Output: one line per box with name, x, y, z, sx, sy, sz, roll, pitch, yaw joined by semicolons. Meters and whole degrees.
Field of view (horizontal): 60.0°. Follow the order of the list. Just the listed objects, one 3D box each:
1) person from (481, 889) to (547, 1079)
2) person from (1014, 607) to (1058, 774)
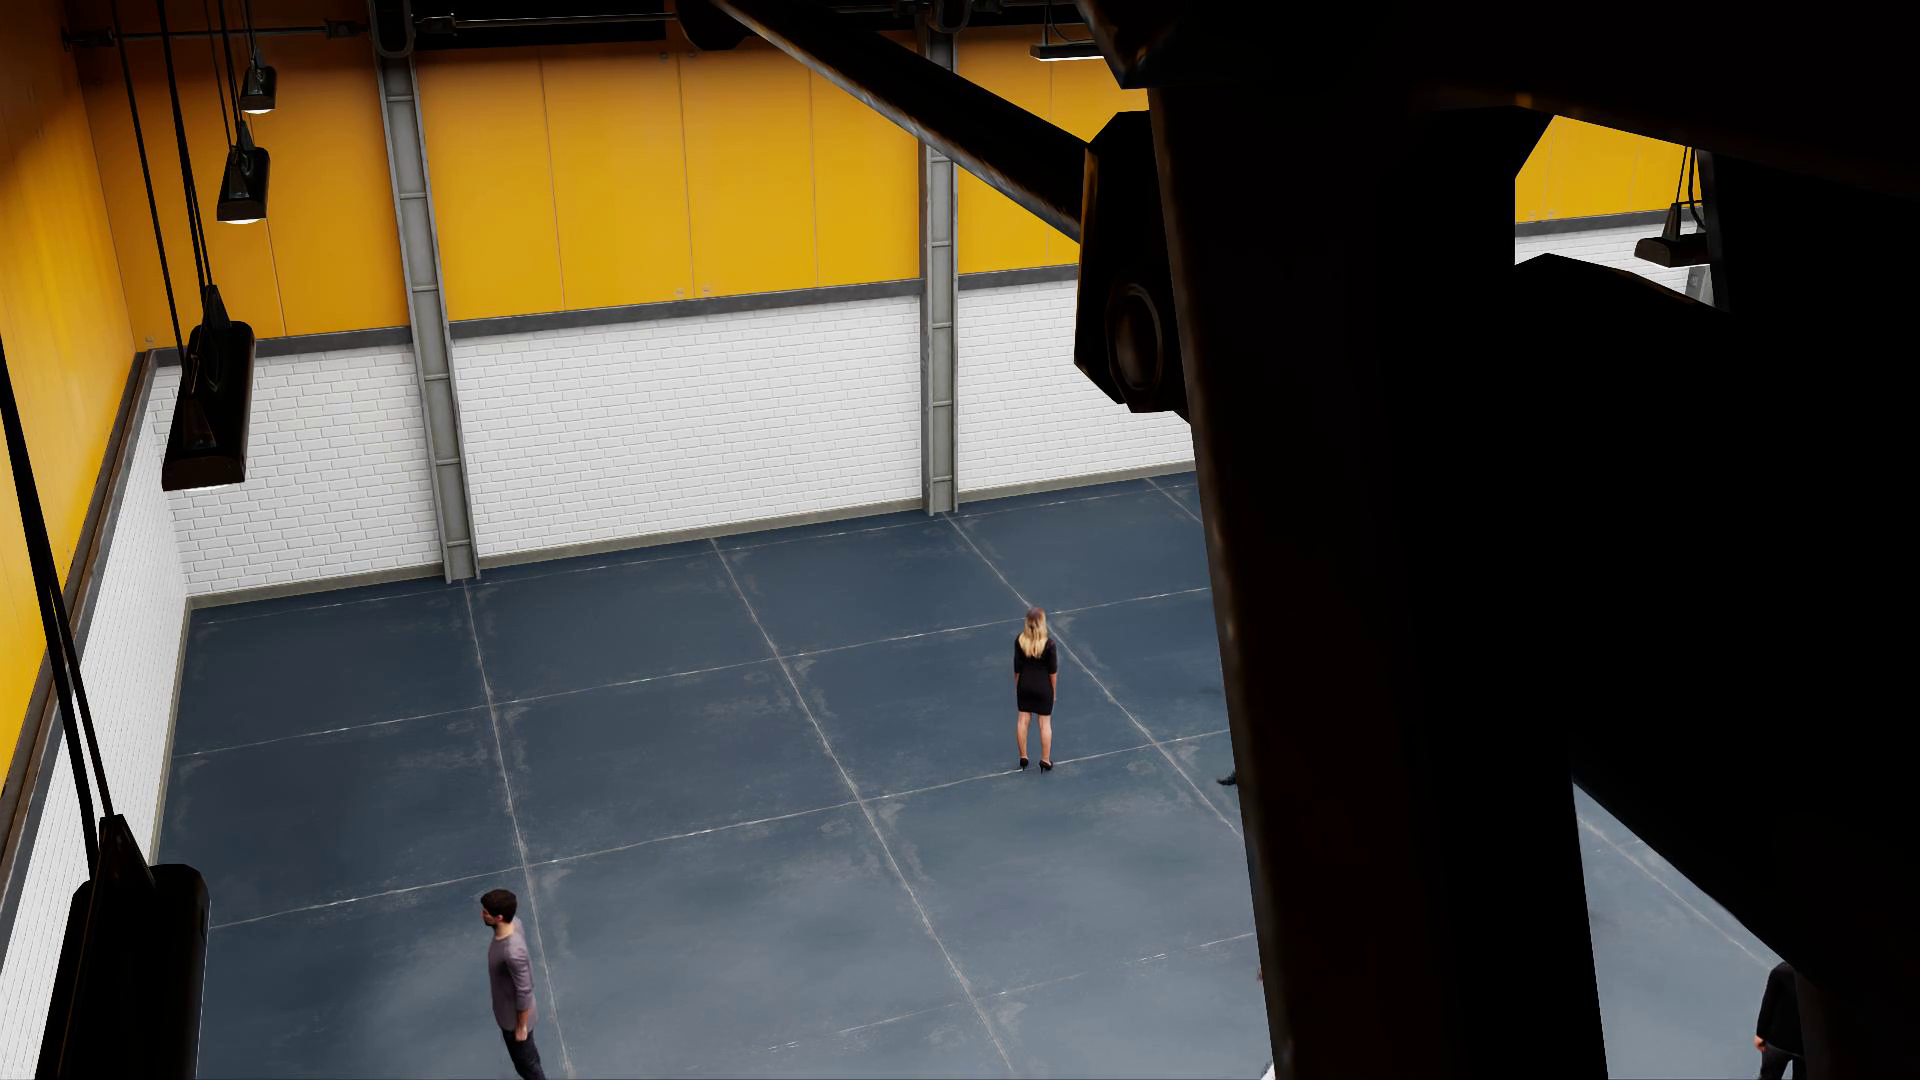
person;-2.985;3.137;11.201;0.512;1.851;0.678;-9;25;-20
person;0.690;1.391;15.417;0.592;1.674;0.669;8;25;18
